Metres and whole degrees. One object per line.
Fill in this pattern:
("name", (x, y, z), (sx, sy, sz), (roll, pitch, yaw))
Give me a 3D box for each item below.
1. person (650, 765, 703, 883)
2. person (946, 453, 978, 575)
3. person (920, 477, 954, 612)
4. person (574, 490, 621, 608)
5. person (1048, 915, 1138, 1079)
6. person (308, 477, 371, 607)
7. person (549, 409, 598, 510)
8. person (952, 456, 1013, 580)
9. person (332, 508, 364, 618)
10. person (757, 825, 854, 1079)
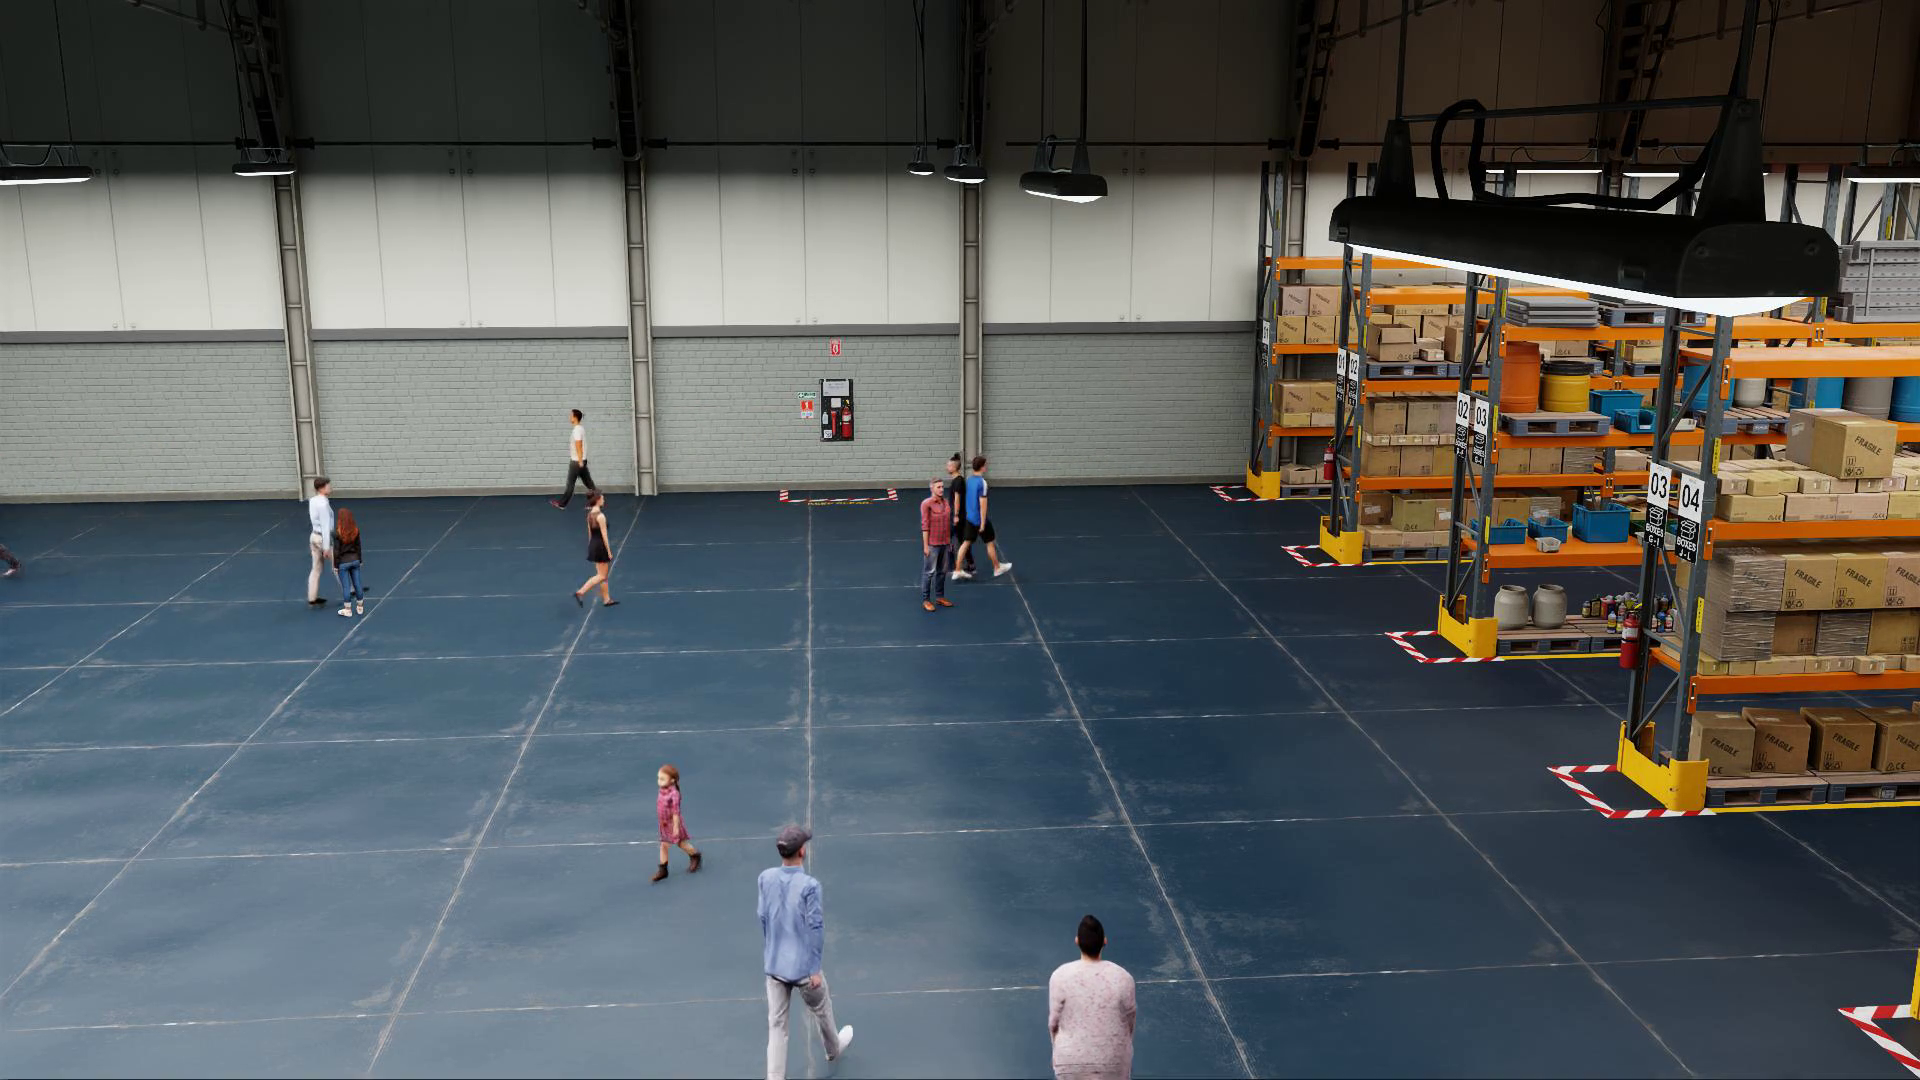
("person", (-2.449, 2.421, 14.359), (0.693, 1.013, 0.780), (12, 18, 43))
("person", (0.051, -0.364, 24.542), (0.810, 1.843, 0.759), (1, 13, 5))
("person", (-0.328, 0.028, 22.880), (0.813, 1.831, 0.728), (13, 18, 43))
("person", (-4.989, 0.160, 22.690), (1.015, 1.659, 0.850), (-9, 16, -35))
("person", (0.771, 3.092, 9.895), (0.963, 1.718, 0.921), (4, 14, 15))
("person", (-8.797, 0.060, 22.837), (1.092, 1.786, 1.126), (9, 16, 33))
("person", (-6.569, -1.379, 29.088), (1.082, 1.770, 0.689), (-1, 13, -3))
("person", (0.171, -0.285, 24.254), (1.295, 1.820, 1.081), (-10, 16, -36))
("person", (-8.287, 0.287, 22.529), (0.700, 1.483, 0.638), (11, 17, 39))
("person", (-1.135, 2.804, 10.856), (1.154, 1.845, 1.095), (6, 14, 25))
